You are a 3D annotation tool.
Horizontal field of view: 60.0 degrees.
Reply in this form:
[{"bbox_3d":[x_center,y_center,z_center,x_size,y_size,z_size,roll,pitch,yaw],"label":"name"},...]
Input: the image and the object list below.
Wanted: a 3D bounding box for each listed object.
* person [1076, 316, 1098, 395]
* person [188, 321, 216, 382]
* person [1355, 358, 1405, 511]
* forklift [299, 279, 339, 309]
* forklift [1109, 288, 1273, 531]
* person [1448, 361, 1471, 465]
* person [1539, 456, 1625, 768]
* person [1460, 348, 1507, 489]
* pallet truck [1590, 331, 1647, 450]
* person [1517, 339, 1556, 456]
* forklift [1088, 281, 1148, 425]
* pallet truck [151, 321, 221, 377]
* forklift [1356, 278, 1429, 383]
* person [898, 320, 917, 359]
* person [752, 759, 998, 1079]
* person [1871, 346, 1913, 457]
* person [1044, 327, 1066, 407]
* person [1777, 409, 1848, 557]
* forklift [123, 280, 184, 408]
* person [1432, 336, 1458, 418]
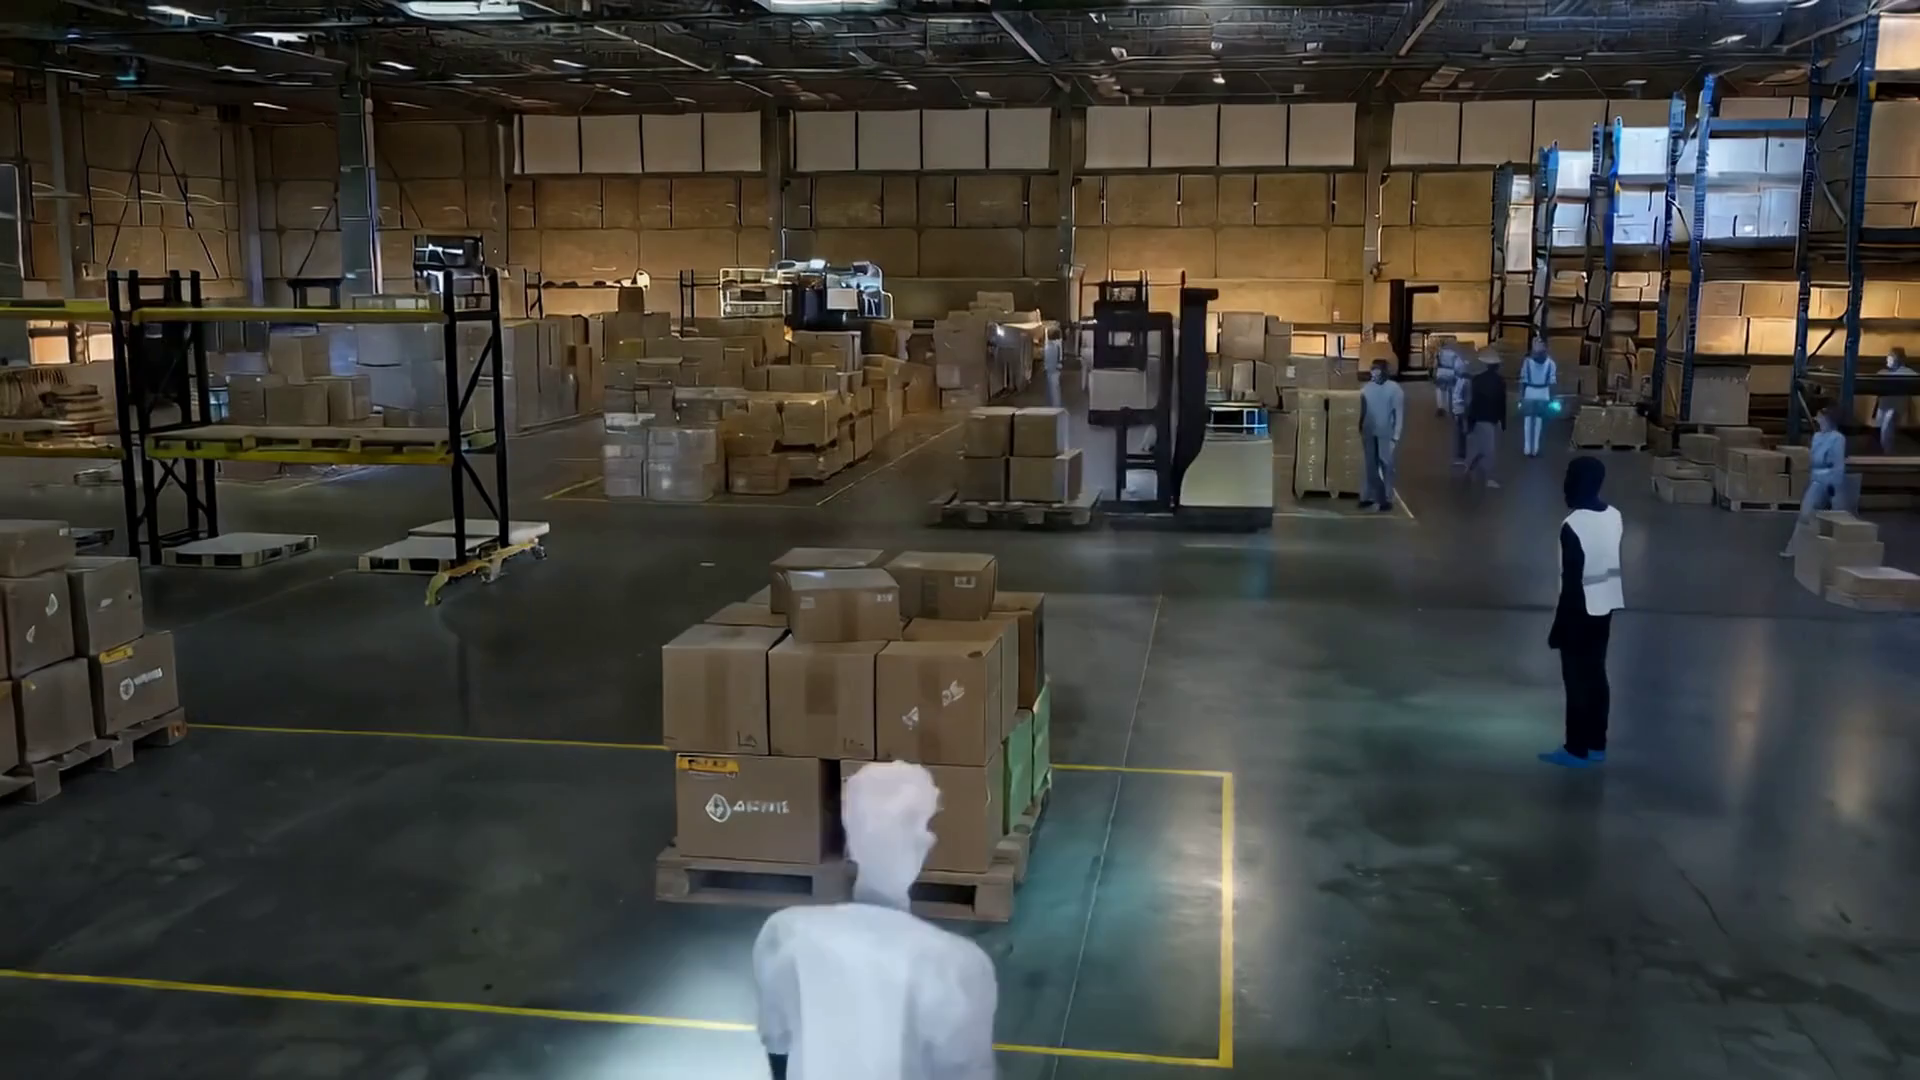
[{"bbox_3d":[3.104,-4.485,40.518,0.575,1.919,0.412,-2,9,-10],"label":"person"},{"bbox_3d":[-20.729,-5.210,45.171,1.009,1.868,0.620,2,9,11],"label":"person"},{"bbox_3d":[5.305,-1.331,21.021,0.353,1.936,0.635,-8,12,-41],"label":"person"},{"bbox_3d":[-16.088,-5.182,41.871,1.129,2.768,1.873,-1,9,-8],"label":"forklift"},{"bbox_3d":[2.756,-1.570,19.597,1.873,2.768,1.129,1,9,9],"label":"forklift"},{"bbox_3d":[7.836,-1.982,25.990,0.313,1.631,0.525,0,9,-3],"label":"person"},{"bbox_3d":[3.828,0.442,10.155,0.595,1.919,0.391,-9,13,-42],"label":"person"},{"bbox_3d":[7.377,-1.729,23.403,0.622,1.968,0.849,-5,10,-27],"label":"person"},{"bbox_3d":[11.253,-2.573,28.499,0.823,1.965,1.885,5,10,27],"label":"pallet truck"},{"bbox_3d":[9.397,-2.305,27.089,0.580,1.915,0.679,3,10,17],"label":"person"},{"bbox_3d":[3.157,-3.740,32.978,1.129,2.768,1.873,1,9,9],"label":"forklift"},{"bbox_3d":[-21.869,-5.598,47.154,0.823,1.965,1.885,4,10,26],"label":"pallet truck"},{"bbox_3d":[11.741,-5.676,44.920,1.873,2.768,1.129,2,9,10],"label":"forklift"},{"bbox_3d":[-1.411,-5.093,44.978,0.531,1.692,0.320,0,9,-2],"label":"person"},{"bbox_3d":[-0.163,1.441,3.979,0.611,1.922,0.961,3,10,16],"label":"person"},{"bbox_3d":[13.873,-1.921,24.702,0.608,1.926,0.645,-2,9,-10],"label":"person"},{"bbox_3d":[1.994,-3.560,35.070,0.429,1.844,0.626,3,10,18],"label":"person"},{"bbox_3d":[9.123,-0.588,17.492,0.834,1.594,0.516,-2,10,-15],"label":"person"},{"bbox_3d":[-18.101,-4.426,37.210,1.129,2.768,1.873,-6,11,-32],"label":"forklift"},{"bbox_3d":[10.032,-3.371,34.394,0.539,1.682,0.432,1,9,4],"label":"person"}]
